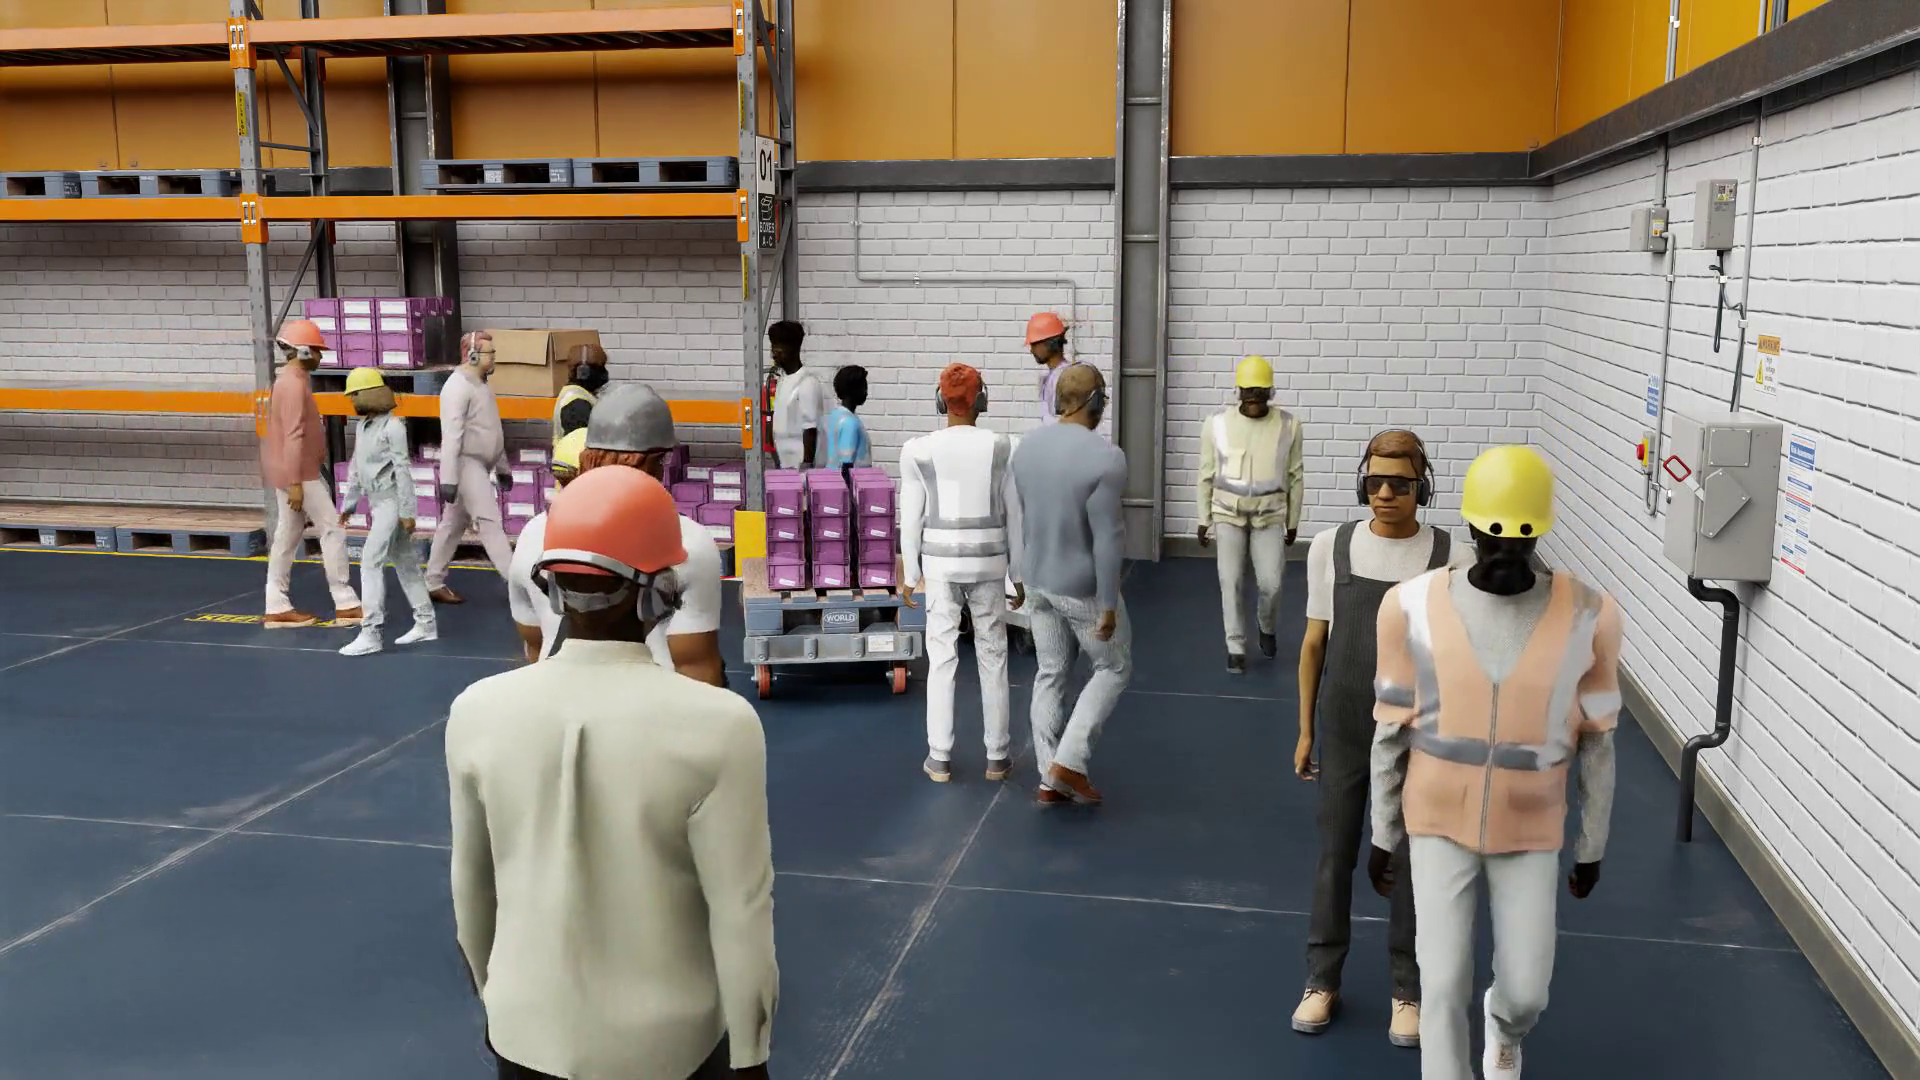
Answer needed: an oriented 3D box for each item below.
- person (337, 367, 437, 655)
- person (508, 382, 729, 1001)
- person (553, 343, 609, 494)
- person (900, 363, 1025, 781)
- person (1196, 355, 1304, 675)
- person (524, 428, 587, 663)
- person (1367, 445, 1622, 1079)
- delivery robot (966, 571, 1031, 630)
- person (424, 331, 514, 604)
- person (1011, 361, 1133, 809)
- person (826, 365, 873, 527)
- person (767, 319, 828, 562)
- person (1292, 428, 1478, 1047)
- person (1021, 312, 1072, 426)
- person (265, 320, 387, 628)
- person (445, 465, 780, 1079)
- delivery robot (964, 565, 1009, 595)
[{"bbox_3d":[-3.522,-0.174,9.973,0.807,1.699,0.498,-8,13,-42],"label":"person"},{"bbox_3d":[-0.973,0.503,4.879,0.693,2.000,1.011,4,10,20],"label":"person"},{"bbox_3d":[-2.281,-0.289,10.252,0.429,1.840,0.633,-2,10,-13],"label":"person"},{"bbox_3d":[0.020,0.151,7.463,0.573,1.886,0.353,0,9,-1],"label":"person"},{"bbox_3d":[1.641,-0.142,9.453,0.600,1.818,0.435,1,10,9],"label":"person"},{"bbox_3d":[-1.417,0.450,6.170,0.528,1.735,0.900,7,12,36],"label":"person"},{"bbox_3d":[1.334,0.686,4.205,0.585,1.901,0.651,3,10,16],"label":"person"},{"bbox_3d":[0.353,0.335,10.073,0.477,0.478,0.707,-7,12,-36],"label":"delivery robot"},{"bbox_3d":[-3.253,-0.468,11.260,0.976,1.863,0.671,-1,9,-4],"label":"person"},{"bbox_3d":[0.480,0.207,7.033,0.635,1.916,0.429,9,13,44],"label":"person"},{"bbox_3d":[-0.653,-0.320,10.960,0.741,1.662,0.552,-2,10,-14],"label":"person"},{"bbox_3d":[-1.082,-0.545,11.457,0.523,1.944,0.615,-5,11,-27],"label":"person"},{"bbox_3d":[1.257,0.586,4.964,0.507,1.847,0.343,3,10,19],"label":"person"},{"bbox_3d":[0.607,-0.511,11.111,0.945,1.984,0.690,-1,9,-5],"label":"person"},{"bbox_3d":[-4.085,-0.411,10.621,0.867,1.957,0.631,-5,10,-26],"label":"person"},{"bbox_3d":[-0.592,0.831,3.121,0.647,1.960,0.905,2,10,10],"label":"person"},{"bbox_3d":[0.049,0.225,10.734,0.477,0.478,0.707,-5,11,-28],"label":"delivery robot"}]
